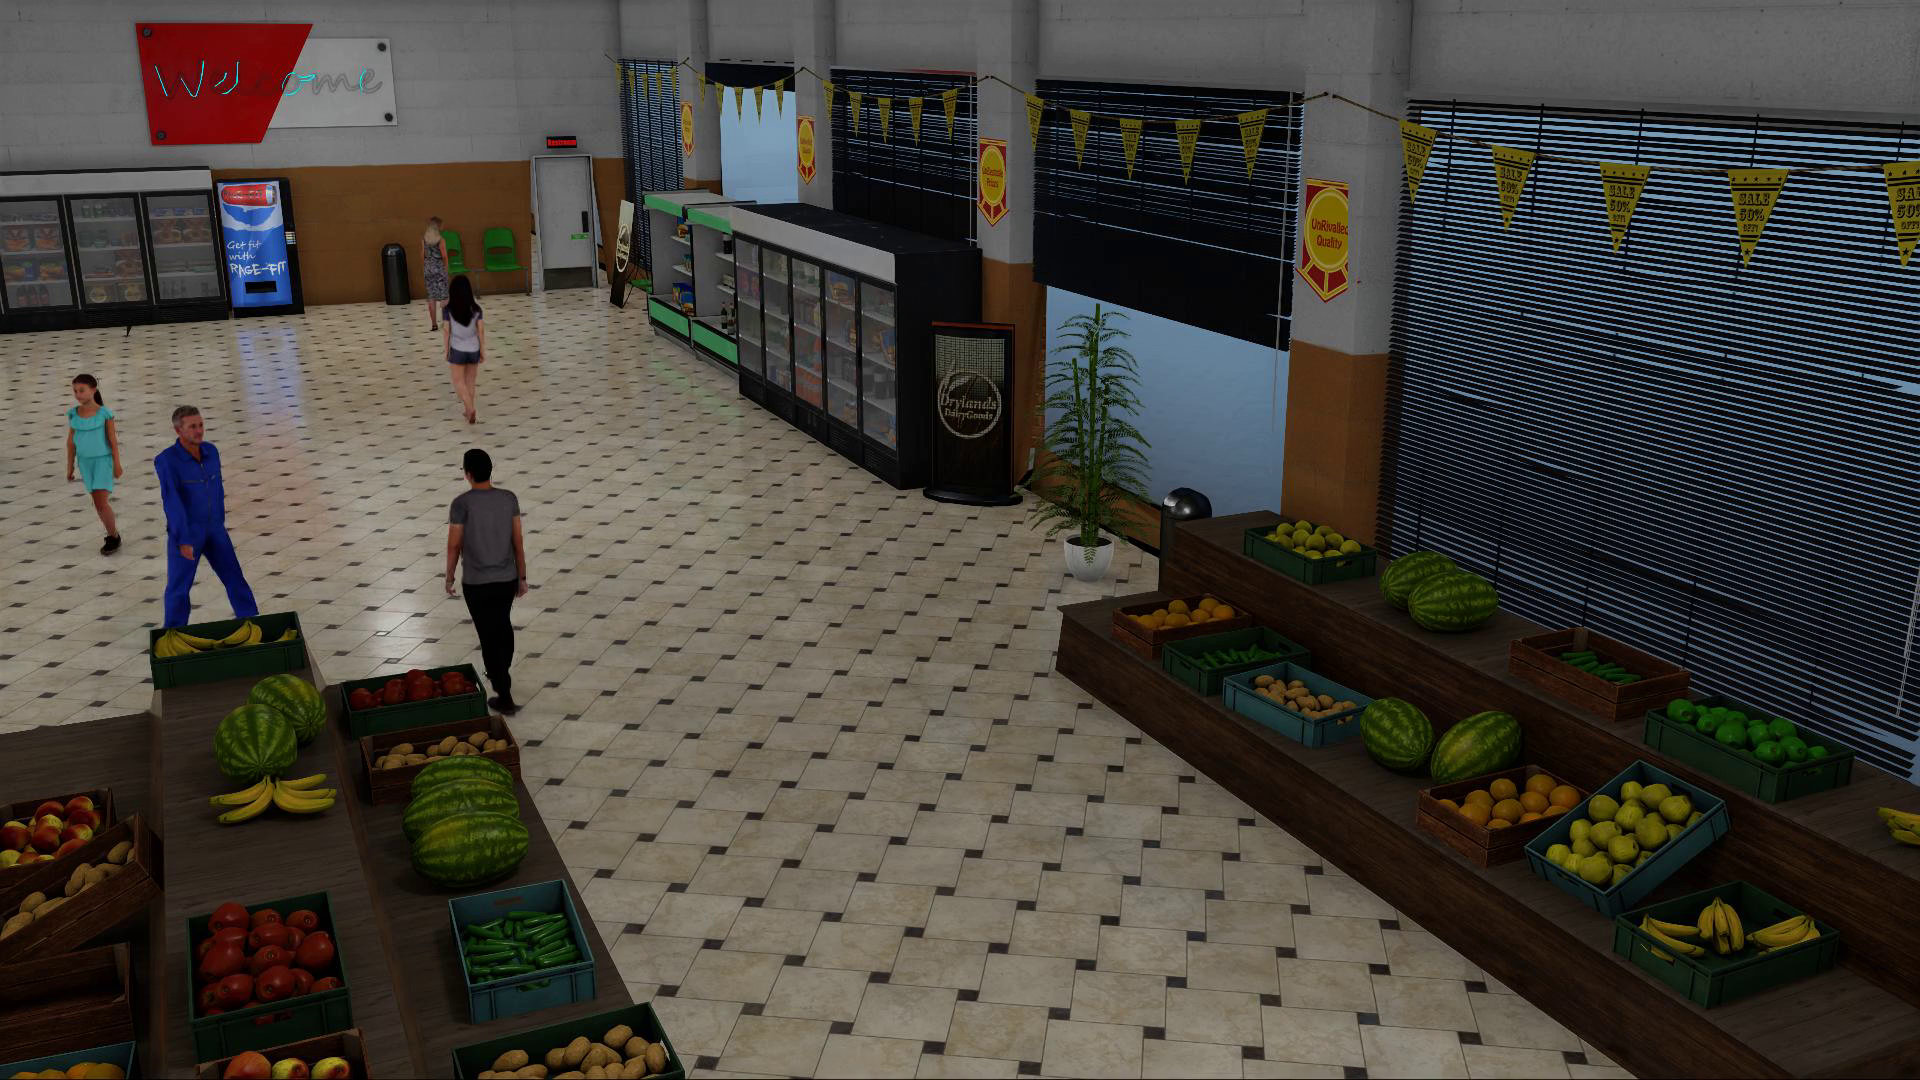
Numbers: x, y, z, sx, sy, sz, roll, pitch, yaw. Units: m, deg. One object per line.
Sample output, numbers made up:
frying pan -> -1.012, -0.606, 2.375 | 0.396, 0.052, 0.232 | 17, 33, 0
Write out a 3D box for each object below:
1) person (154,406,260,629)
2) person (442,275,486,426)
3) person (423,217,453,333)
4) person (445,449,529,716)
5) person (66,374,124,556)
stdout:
person -> -5.462, -0.046, 11.748 | 1.284, 1.783, 1.174 | 8, 19, 25
person -> -5.572, -2.108, 18.715 | 0.655, 1.681, 1.022 | -9, 19, -28
person -> -7.834, -3.968, 24.818 | 0.728, 1.694, 0.786 | 2, 17, 8
person -> -2.995, 0.293, 10.727 | 0.782, 1.729, 0.971 | -16, 23, -42
person -> -7.328, -0.662, 14.189 | 0.665, 1.544, 0.716 | 2, 17, 7
